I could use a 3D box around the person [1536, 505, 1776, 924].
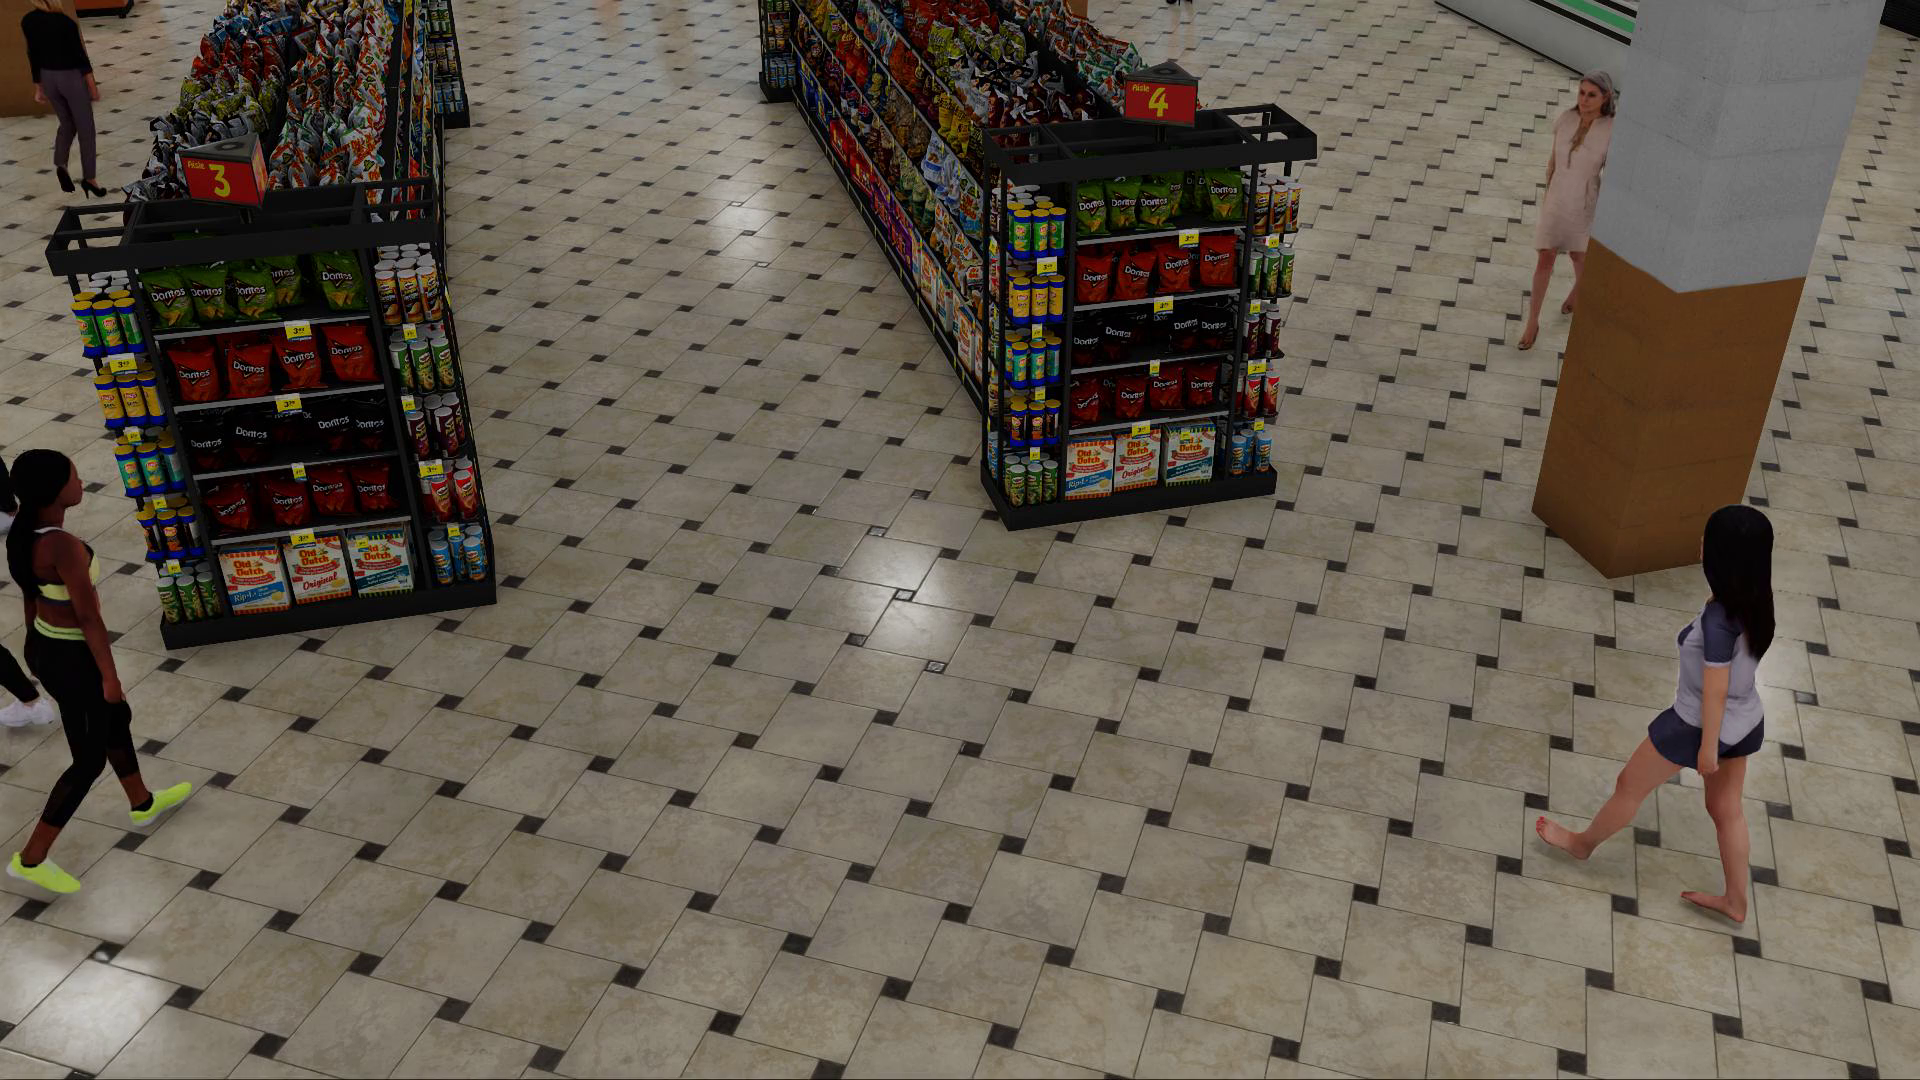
[{"bbox_3d":[2.771,0.700,5.988,1.122,1.661,0.956,25,40,34],"label":"person"}]

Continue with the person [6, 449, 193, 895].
[{"bbox_3d":[-3.404,0.520,6.228,1.007,1.714,0.991,25,40,34],"label":"person"}]

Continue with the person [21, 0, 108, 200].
[{"bbox_3d":[-6.756,-3.330,12.474,0.748,1.651,0.826,6,32,10],"label":"person"}]

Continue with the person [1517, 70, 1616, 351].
[{"bbox_3d":[3.873,-2.076,10.416,1.147,1.695,1.107,23,39,32],"label":"person"}]

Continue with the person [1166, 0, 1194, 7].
[{"bbox_3d":[2.399,-6.604,17.577,0.754,1.818,0.783,-15,35,-22],"label":"person"}]
